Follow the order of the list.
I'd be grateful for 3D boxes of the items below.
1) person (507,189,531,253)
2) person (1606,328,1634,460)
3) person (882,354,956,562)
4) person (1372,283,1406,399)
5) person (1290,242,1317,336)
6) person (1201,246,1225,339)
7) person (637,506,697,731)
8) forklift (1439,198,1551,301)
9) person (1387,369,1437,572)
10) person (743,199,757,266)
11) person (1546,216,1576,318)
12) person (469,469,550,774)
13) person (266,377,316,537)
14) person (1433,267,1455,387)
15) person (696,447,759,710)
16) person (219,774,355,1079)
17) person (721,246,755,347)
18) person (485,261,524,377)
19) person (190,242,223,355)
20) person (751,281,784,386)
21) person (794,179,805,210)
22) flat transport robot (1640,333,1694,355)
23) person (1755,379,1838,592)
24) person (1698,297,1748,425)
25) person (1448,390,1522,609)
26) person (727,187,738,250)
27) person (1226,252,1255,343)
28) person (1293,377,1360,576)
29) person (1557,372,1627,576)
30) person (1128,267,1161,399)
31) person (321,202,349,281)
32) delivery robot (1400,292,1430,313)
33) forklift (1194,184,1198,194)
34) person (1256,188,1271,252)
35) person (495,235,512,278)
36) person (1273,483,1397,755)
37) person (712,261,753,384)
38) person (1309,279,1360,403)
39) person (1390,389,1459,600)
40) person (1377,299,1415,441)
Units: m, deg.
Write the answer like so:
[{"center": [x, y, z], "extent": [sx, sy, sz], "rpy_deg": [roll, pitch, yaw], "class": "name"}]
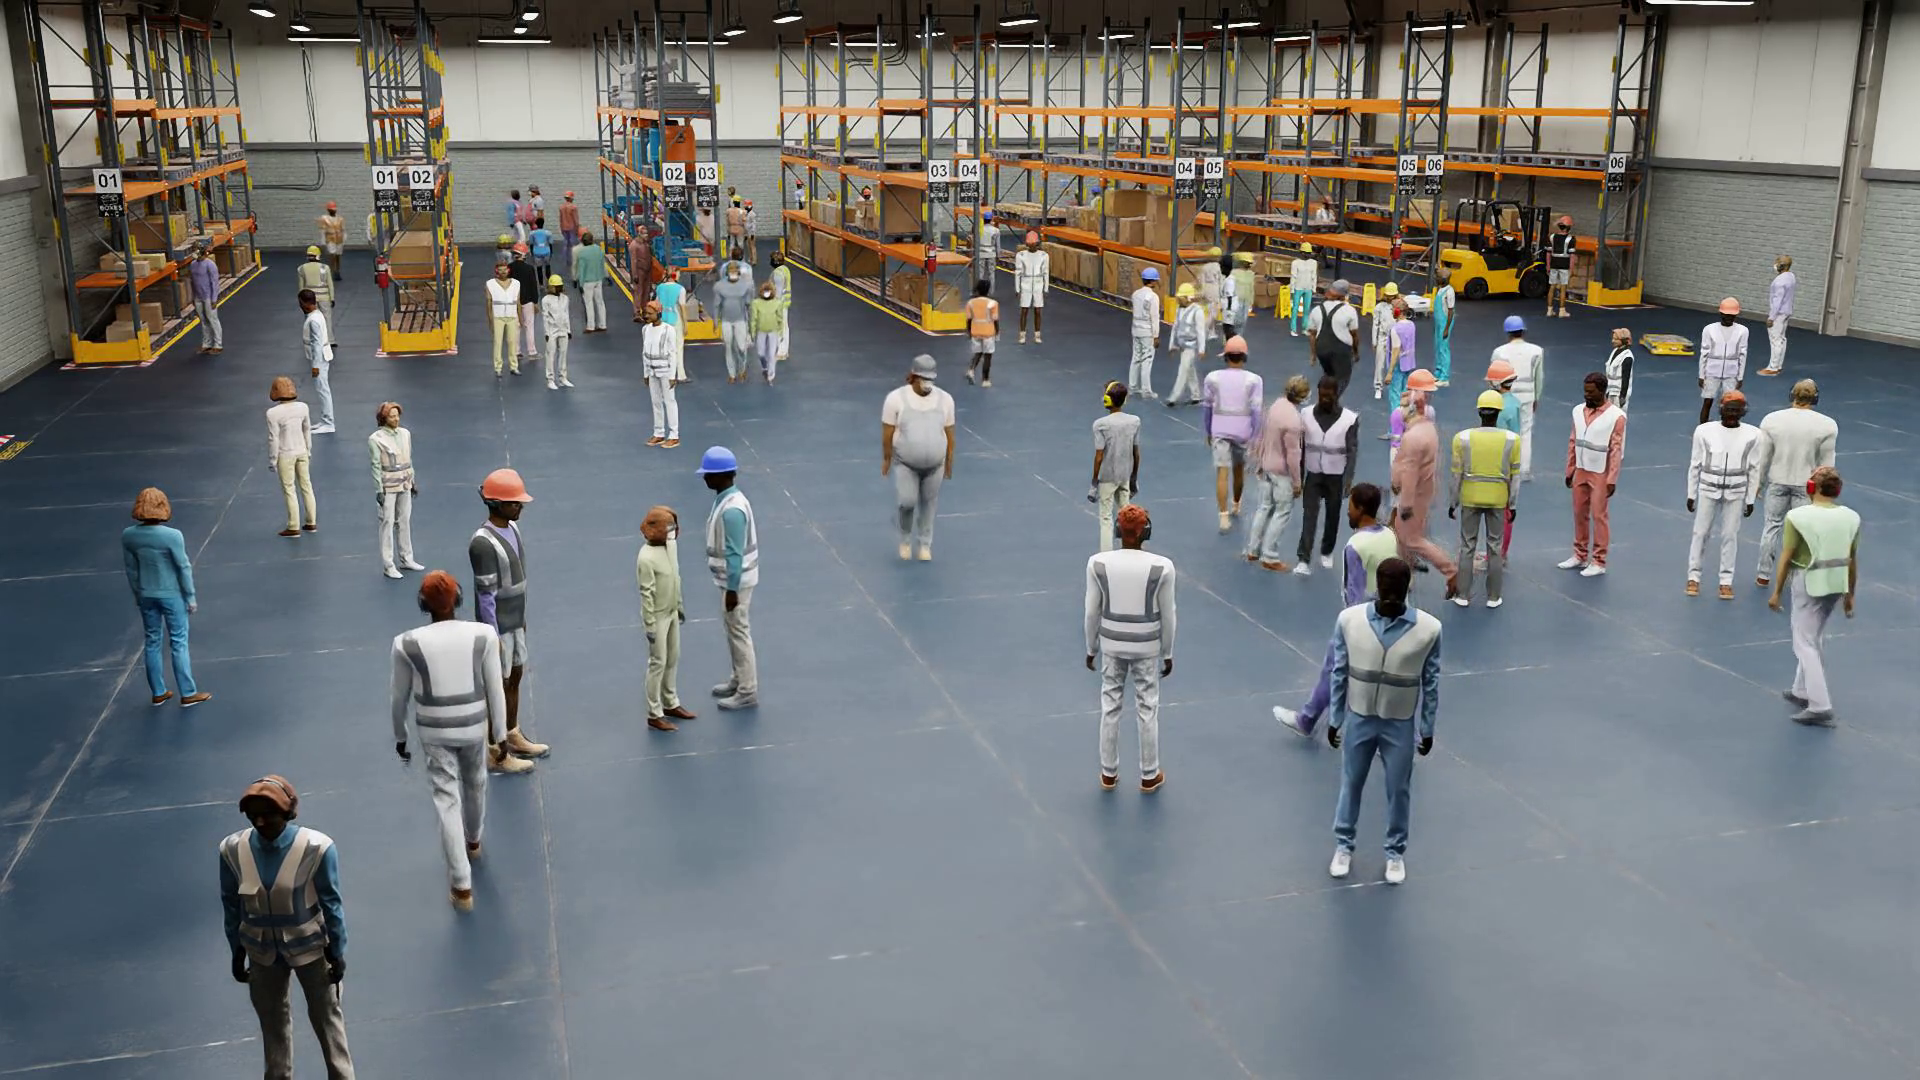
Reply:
[{"center": [-12.845, -9.219, 48.067], "extent": [0.895, 1.815, 0.617], "rpy_deg": [0, 15, 1], "class": "person"}, {"center": [8.098, -1.790, 20.466], "extent": [0.312, 1.633, 0.516], "rpy_deg": [1, 15, 2], "class": "person"}, {"center": [-0.378, -0.783, 15.883], "extent": [0.722, 2.000, 0.538], "rpy_deg": [-3, 15, -13], "class": "person"}, {"center": [6.346, -2.944, 24.614], "extent": [0.491, 1.730, 0.324], "rpy_deg": [1, 15, 4], "class": "person"}, {"center": [6.426, -4.683, 31.106], "extent": [0.528, 1.759, 0.344], "rpy_deg": [-4, 15, -16], "class": "person"}, {"center": [4.608, -4.540, 30.639], "extent": [0.593, 1.713, 0.479], "rpy_deg": [-10, 18, -33], "class": "person"}, {"center": [-2.083, 0.543, 11.694], "extent": [0.298, 1.622, 0.507], "rpy_deg": [4, 15, 15], "class": "person"}, {"center": [11.913, -6.508, 37.130], "extent": [2.313, 2.155, 1.214], "rpy_deg": [-4, 15, -15], "class": "forklift"}, {"center": [4.233, -0.634, 15.518], "extent": [0.542, 1.939, 0.362], "rpy_deg": [-10, 18, -34], "class": "person"}, {"center": [-5.593, -8.151, 44.158], "extent": [0.330, 1.751, 0.565], "rpy_deg": [-8, 17, -27], "class": "person"}, {"center": [12.230, -5.558, 33.845], "extent": [0.392, 2.045, 0.608], "rpy_deg": [-12, 19, -38], "class": "person"}, {"center": [-2.971, 0.531, 10.957], "extent": [0.404, 2.035, 0.606], "rpy_deg": [1, 15, 5], "class": "person"}, {"center": [-6.799, -0.846, 16.898], "extent": [0.277, 1.633, 0.507], "rpy_deg": [8, 17, 27], "class": "person"}, {"center": [7.451, -3.291, 25.699], "extent": [0.324, 1.841, 0.517], "rpy_deg": [-1, 15, -2], "class": "person"}, {"center": [-1.679, 0.269, 12.127], "extent": [0.426, 1.938, 0.624], "rpy_deg": [-4, 15, -14], "class": "person"}, {"center": [-2.861, 1.762, 7.099], "extent": [0.513, 1.631, 0.318], "rpy_deg": [0, 15, 0], "class": "person"}, {"center": [-3.941, -4.299, 29.545], "extent": [0.640, 1.819, 0.752], "rpy_deg": [5, 16, 19], "class": "person"}, {"center": [-7.291, -3.545, 26.648], "extent": [0.564, 1.847, 0.395], "rpy_deg": [-9, 17, -31], "class": "person"}, {"center": [-13.130, -4.195, 28.920], "extent": [0.630, 1.940, 0.372], "rpy_deg": [8, 17, 27], "class": "person"}, {"center": [-2.978, -3.215, 25.833], "extent": [0.518, 1.618, 0.402], "rpy_deg": [-1, 15, -2], "class": "person"}, {"center": [-4.972, -10.256, 51.730], "extent": [0.375, 1.935, 0.551], "rpy_deg": [11, 19, 36], "class": "person"}, {"center": [12.466, -3.453, 29.324], "extent": [0.652, 0.197, 1.431], "rpy_deg": [3, 15, 12], "class": "flat transport robot"}, {"center": [7.496, -0.491, 14.979], "extent": [0.635, 1.938, 0.359], "rpy_deg": [9, 17, 29], "class": "person"}, {"center": [9.664, -2.112, 21.104], "extent": [0.544, 1.930, 0.388], "rpy_deg": [4, 15, 16], "class": "person"}, {"center": [4.554, -0.347, 14.479], "extent": [0.585, 1.917, 0.382], "rpy_deg": [4, 15, 14], "class": "person"}, {"center": [-6.662, -9.475, 48.984], "extent": [0.348, 1.839, 0.503], "rpy_deg": [1, 15, 3], "class": "person"}, {"center": [4.973, -4.192, 29.258], "extent": [0.542, 1.745, 0.372], "rpy_deg": [-9, 17, -31], "class": "person"}, {"center": [3.381, -0.580, 15.448], "extent": [0.599, 1.860, 1.012], "rpy_deg": [6, 16, 21], "class": "person"}, {"center": [5.923, -0.628, 15.561], "extent": [0.399, 1.909, 0.598], "rpy_deg": [-7, 17, -26], "class": "person"}, {"center": [2.772, -3.070, 24.695], "extent": [0.428, 1.937, 0.607], "rpy_deg": [-8, 17, -27], "class": "person"}, {"center": [-15.159, -7.252, 40.479], "extent": [0.570, 1.905, 0.875], "rpy_deg": [-13, 20, -40], "class": "person"}, {"center": [9.118, -4.763, 33.528], "extent": [0.707, 0.478, 0.477], "rpy_deg": [-6, 16, -20], "class": "delivery robot"}, {"center": [7.392, -11.333, 53.972], "extent": [1.873, 2.768, 1.129], "rpy_deg": [-4, 15, -15], "class": "forklift"}, {"center": [8.801, -9.288, 48.142], "extent": [0.407, 1.910, 0.639], "rpy_deg": [-5, 16, -17], "class": "person"}, {"center": [-8.998, -5.171, 32.965], "extent": [0.487, 1.743, 0.315], "rpy_deg": [12, 19, 37], "class": "person"}, {"center": [2.675, 0.522, 11.299], "extent": [1.005, 1.860, 0.621], "rpy_deg": [13, 20, 40], "class": "person"}, {"center": [-3.520, -3.352, 25.788], "extent": [0.641, 1.916, 0.578], "rpy_deg": [-1, 15, -2], "class": "person"}, {"center": [5.158, -2.654, 22.923], "extent": [0.921, 2.000, 0.683], "rpy_deg": [-14, 20, -42], "class": "person"}, {"center": [4.106, -0.394, 14.729], "extent": [0.731, 1.881, 0.652], "rpy_deg": [5, 16, 20], "class": "person"}, {"center": [5.709, -2.206, 21.614], "extent": [0.374, 1.841, 0.573], "rpy_deg": [11, 18, 35], "class": "person"}]
